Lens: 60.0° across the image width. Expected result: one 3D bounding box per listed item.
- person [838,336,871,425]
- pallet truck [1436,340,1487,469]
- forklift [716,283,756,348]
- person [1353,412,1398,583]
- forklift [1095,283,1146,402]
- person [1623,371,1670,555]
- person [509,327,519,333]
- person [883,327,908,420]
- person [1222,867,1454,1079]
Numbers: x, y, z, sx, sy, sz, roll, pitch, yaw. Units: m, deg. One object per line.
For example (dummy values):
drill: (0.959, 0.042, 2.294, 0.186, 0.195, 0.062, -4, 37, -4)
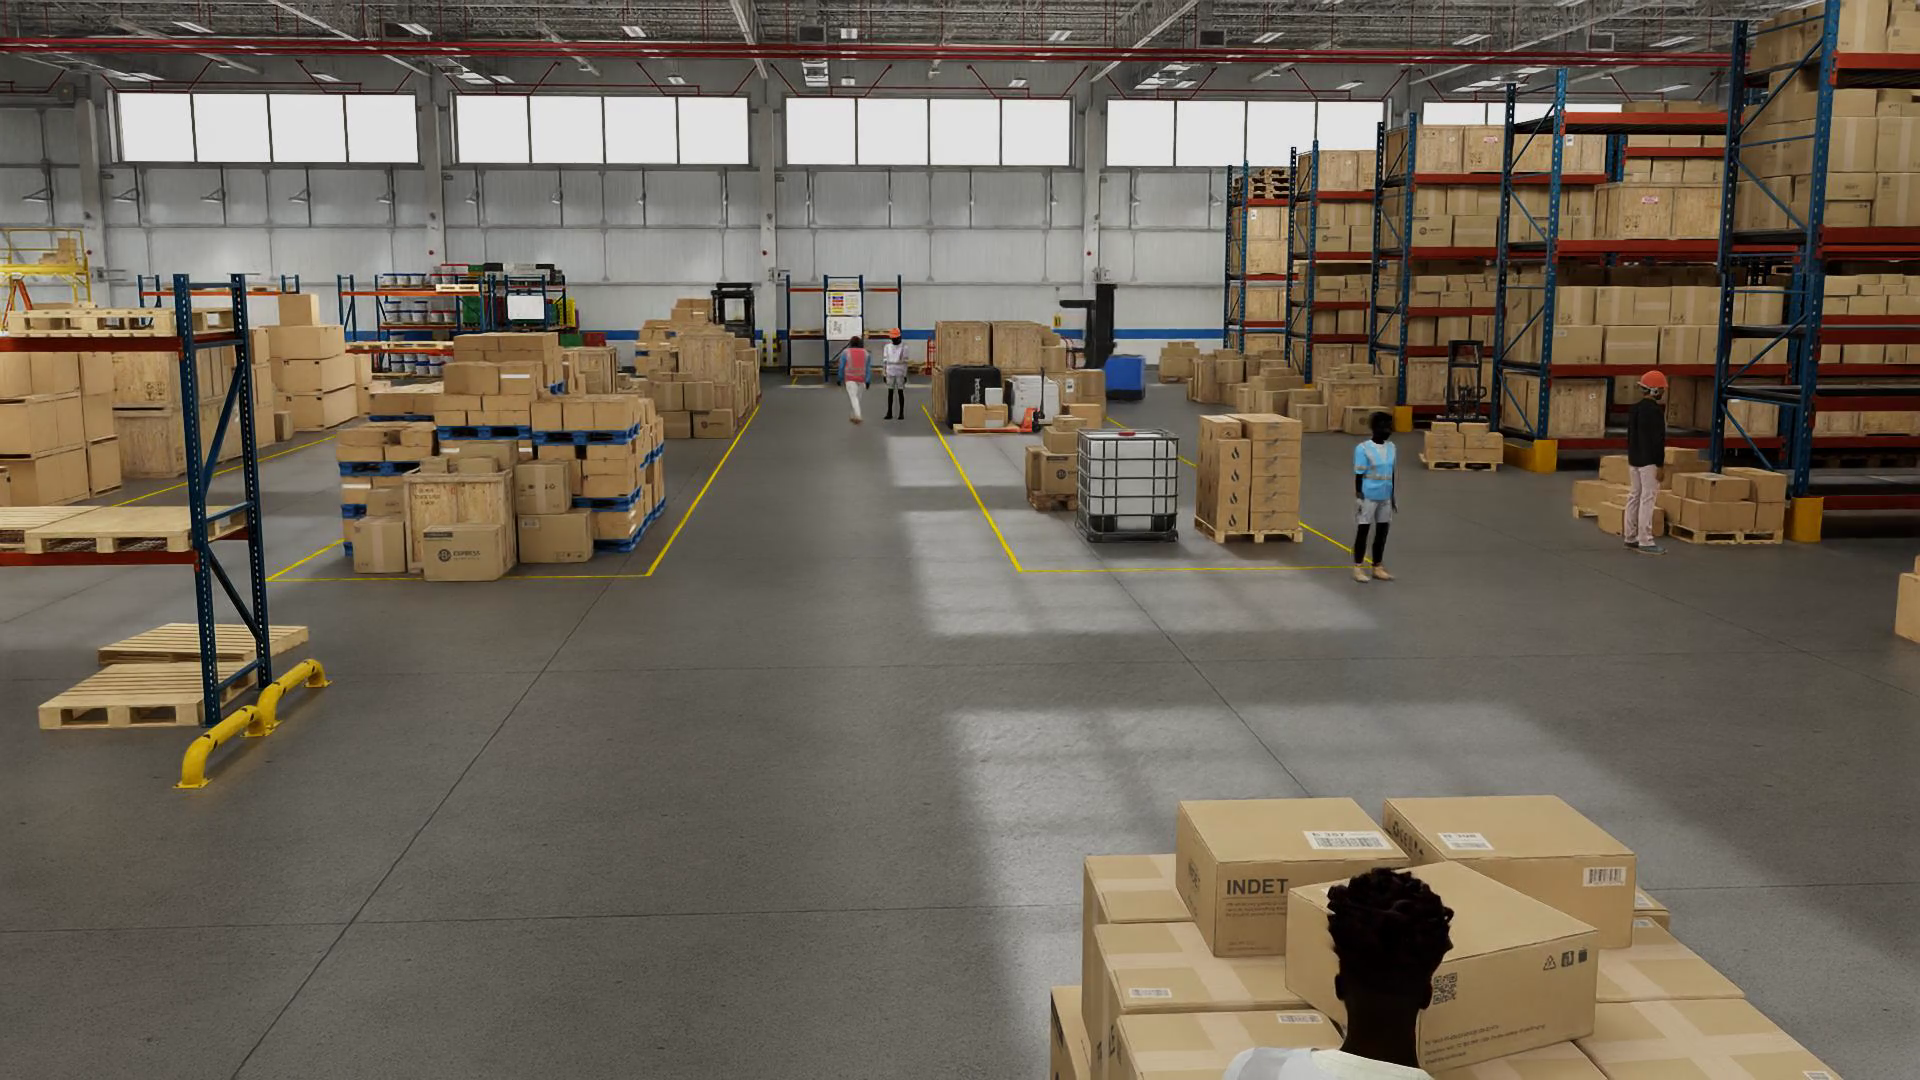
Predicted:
person: (-2.124, -3.256, 33.872, 0.631, 1.805, 0.940, -5, 10, -27)
pallet truck: (8.004, -2.170, 26.422, 0.823, 1.965, 1.885, 2, 9, 14)
forklift: (-6.003, -5.467, 44.355, 1.129, 2.768, 1.873, -1, 9, -4)
person: (4.086, -0.422, 16.416, 0.571, 1.692, 0.320, -5, 11, -31)
forklift: (3.485, -4.739, 39.784, 1.873, 2.768, 1.129, 2, 9, 14)
person: (7.477, -0.842, 18.090, 0.380, 1.995, 0.612, -1, 9, -8)
person: (-9.606, -3.657, 36.079, 0.633, 1.887, 1.003, 1, 9, 4)
person: (-1.357, -3.490, 34.893, 0.544, 1.939, 0.353, 2, 9, 13)
person: (0.762, 1.561, 3.086, 0.613, 1.965, 0.361, 5, 10, 30)
